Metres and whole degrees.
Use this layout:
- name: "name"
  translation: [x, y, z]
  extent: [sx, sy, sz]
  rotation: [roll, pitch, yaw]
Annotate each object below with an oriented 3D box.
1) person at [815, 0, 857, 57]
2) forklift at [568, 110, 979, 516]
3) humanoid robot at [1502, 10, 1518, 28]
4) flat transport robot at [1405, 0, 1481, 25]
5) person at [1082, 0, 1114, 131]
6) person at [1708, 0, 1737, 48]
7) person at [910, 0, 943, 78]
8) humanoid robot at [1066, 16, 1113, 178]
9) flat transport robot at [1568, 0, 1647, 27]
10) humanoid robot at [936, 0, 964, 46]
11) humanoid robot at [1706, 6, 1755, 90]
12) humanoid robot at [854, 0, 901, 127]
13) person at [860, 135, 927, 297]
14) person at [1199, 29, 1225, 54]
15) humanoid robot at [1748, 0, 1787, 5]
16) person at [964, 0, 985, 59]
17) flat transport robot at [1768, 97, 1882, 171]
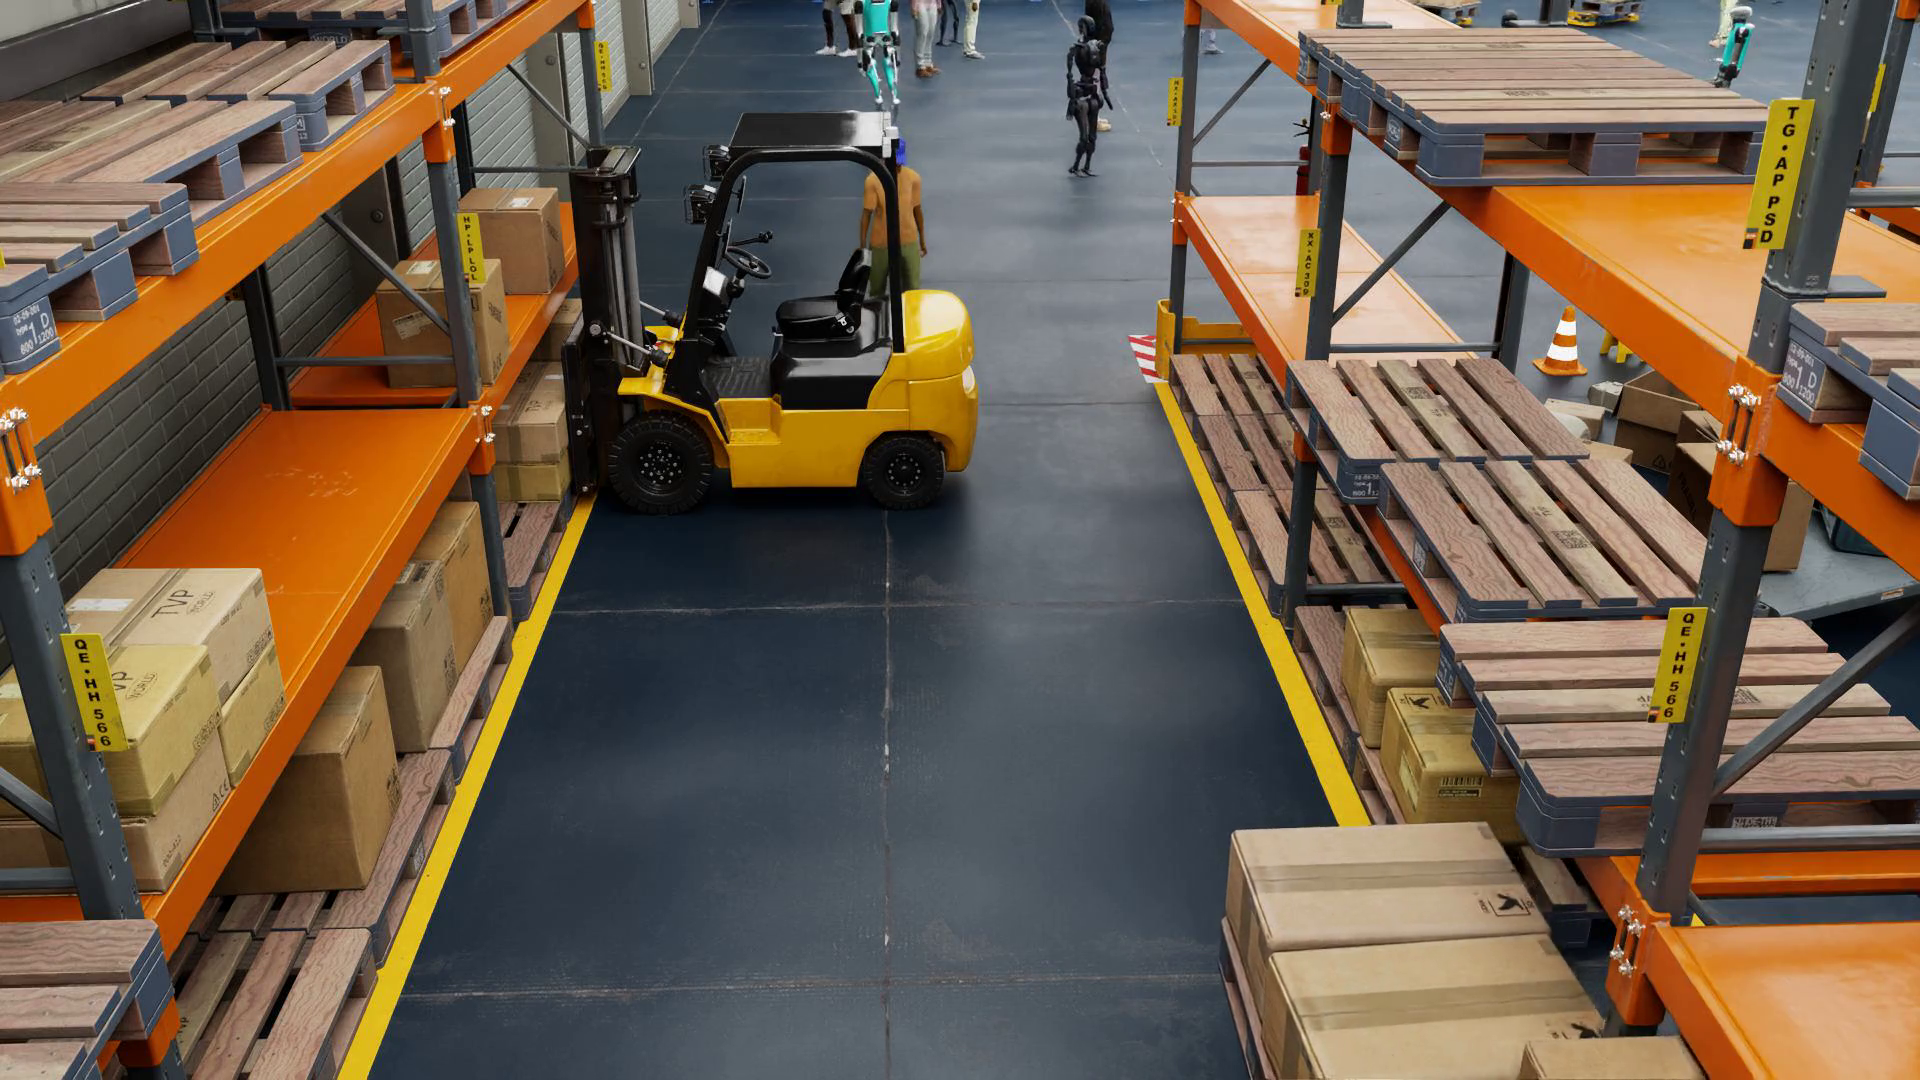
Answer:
- name: "person"
  translation: [-1.867, -8.080, 24.541]
  extent: [0.756, 1.861, 0.576]
  rotation: [-10, 27, -20]
- name: "forklift"
  translation: [-1.043, -1.379, 9.976]
  extent: [2.313, 2.155, 1.214]
  rotation: [-1, 25, -2]
- name: "humanoid robot"
  translation: [5.840, -4.887, 18.016]
  extent: [0.616, 1.648, 0.442]
  rotation: [-2, 25, -4]
- name: "flat transport robot"
  translation: [7.805, -8.578, 27.470]
  extent: [0.659, 0.231, 1.431]
  rotation: [23, 34, 40]
- name: "person"
  translation: [1.625, -5.837, 19.808]
  extent: [0.403, 1.856, 0.538]
  rotation: [0, 25, 0]
- name: "person"
  translation: [11.731, -8.466, 25.390]
  extent: [0.951, 1.843, 0.511]
  rotation: [-21, 33, -37]
- name: "person"
  translation: [-0.463, -7.413, 23.088]
  extent: [0.426, 1.920, 0.678]
  rotation: [19, 31, 35]
- name: "humanoid robot"
  translation: [1.361, -4.676, 17.557]
  extent: [0.607, 1.653, 0.346]
  rotation: [-20, 32, -36]
- name: "flat transport robot"
  translation: [10.702, -8.811, 27.963]
  extent: [1.431, 0.231, 0.659]
  rotation: [-16, 30, -30]
- name: "humanoid robot"
  translation: [-0.181, -8.439, 25.513]
  extent: [0.390, 1.649, 0.589]
  rotation: [14, 29, 27]
- name: "humanoid robot"
  translation: [7.839, -4.697, 17.645]
  extent: [0.816, 1.877, 0.549]
  rotation: [9, 27, 19]
- name: "humanoid robot"
  translation: [-0.893, -5.492, 19.147]
  extent: [0.531, 1.736, 0.726]
  rotation: [-7, 26, -14]
- name: "person"
  translation: [-0.486, -2.148, 12.210]
  extent: [0.506, 1.692, 0.614]
  rotation: [-6, 26, -12]
- name: "person"
  translation: [3.717, -8.125, 24.692]
  extent: [0.541, 1.827, 0.561]
  rotation: [-5, 26, -10]
- name: "humanoid robot"
  translation: [14.695, -10.497, 29.935]
  extent: [0.602, 1.624, 0.774]
  rotation: [-22, 33, -39]
- name: "person"
  translation: [0.219, -8.007, 24.532]
  extent: [0.347, 1.745, 0.563]
  rotation: [-2, 25, -5]
- name: "flat transport robot"
  translation: [9.152, -4.123, 18.035]
  extent: [1.431, 0.231, 0.659]
  rotation: [-5, 26, -11]
